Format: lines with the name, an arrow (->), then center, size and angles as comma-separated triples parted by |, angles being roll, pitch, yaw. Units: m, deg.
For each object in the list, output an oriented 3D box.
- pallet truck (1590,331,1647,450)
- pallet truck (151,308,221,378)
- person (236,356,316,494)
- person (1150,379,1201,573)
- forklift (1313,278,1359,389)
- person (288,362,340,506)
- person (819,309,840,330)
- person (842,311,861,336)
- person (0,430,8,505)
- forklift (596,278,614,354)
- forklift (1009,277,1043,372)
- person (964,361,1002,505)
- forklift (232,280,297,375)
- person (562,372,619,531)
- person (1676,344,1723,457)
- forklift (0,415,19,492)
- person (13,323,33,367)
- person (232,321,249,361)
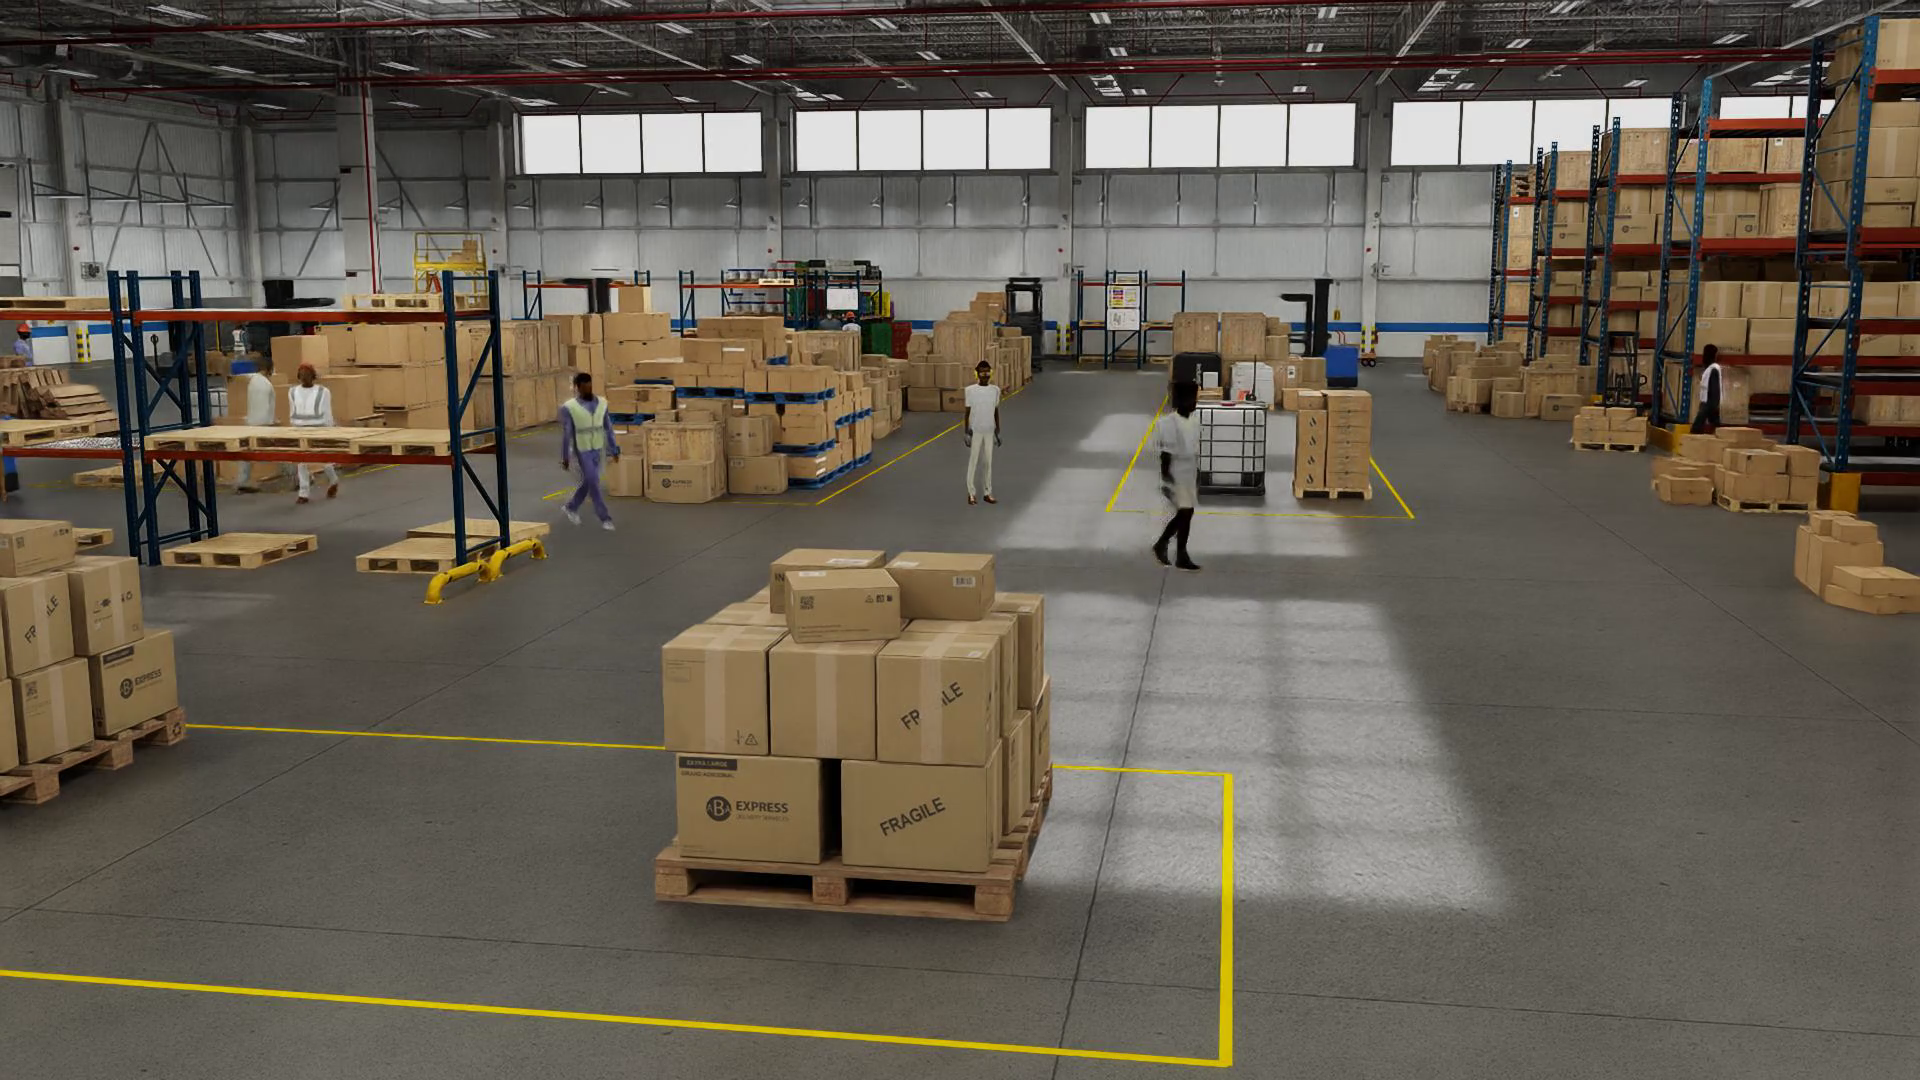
pallet truck -> 11.253, -2.573, 28.499 | 0.823, 1.965, 1.885 | 5, 10, 27
pallet truck -> -21.869, -5.598, 47.154 | 0.823, 1.965, 1.885 | 4, 10, 26
person -> -9.417, -1.560, 22.663 | 1.022, 1.871, 0.616 | -7, 12, -38
person -> 2.229, -0.637, 16.678 | 0.426, 1.955, 0.630 | 8, 12, 39
forklift -> 9.281, -5.317, 42.707 | 1.873, 2.768, 1.129 | 1, 9, 9
person -> -8.470, -1.406, 21.781 | 0.590, 1.849, 0.889 | 1, 9, 3
person -> -3.800, -5.734, 48.258 | 0.644, 1.916, 0.702 | 0, 9, 2
person -> -2.962, -5.238, 45.169 | 0.542, 1.927, 0.398 | -6, 11, -33
person -> -9.584, -0.504, 16.219 | 0.504, 1.842, 0.345 | -5, 11, -29
forklift -> -9.692, -5.768, 45.485 | 1.873, 2.768, 1.129 | -1, 9, -6
forklift -> 1.929, -6.510, 50.067 | 1.129, 2.768, 1.873 | 0, 9, 3
person -> 0.303, -1.389, 21.598 | 0.519, 1.868, 0.328 | -3, 10, -20
forklift -> -14.688, -4.235, 36.031 | 1.873, 2.768, 1.129 | 0, 9, -2
person -> -4.408, -1.055, 19.570 | 0.911, 1.868, 0.665 | 8, 12, 42
person -> 11.960, -2.185, 26.468 | 0.988, 1.878, 0.598 | 3, 10, 17
forklift -> -13.775, -1.993, 22.203 | 1.873, 2.768, 1.129 | 4, 10, 22
person -> -19.509, -3.556, 34.739 | 0.361, 1.939, 0.543 | -2, 9, -13
person -> -19.943, -5.251, 46.112 | 0.514, 1.642, 0.310 | 4, 10, 26
